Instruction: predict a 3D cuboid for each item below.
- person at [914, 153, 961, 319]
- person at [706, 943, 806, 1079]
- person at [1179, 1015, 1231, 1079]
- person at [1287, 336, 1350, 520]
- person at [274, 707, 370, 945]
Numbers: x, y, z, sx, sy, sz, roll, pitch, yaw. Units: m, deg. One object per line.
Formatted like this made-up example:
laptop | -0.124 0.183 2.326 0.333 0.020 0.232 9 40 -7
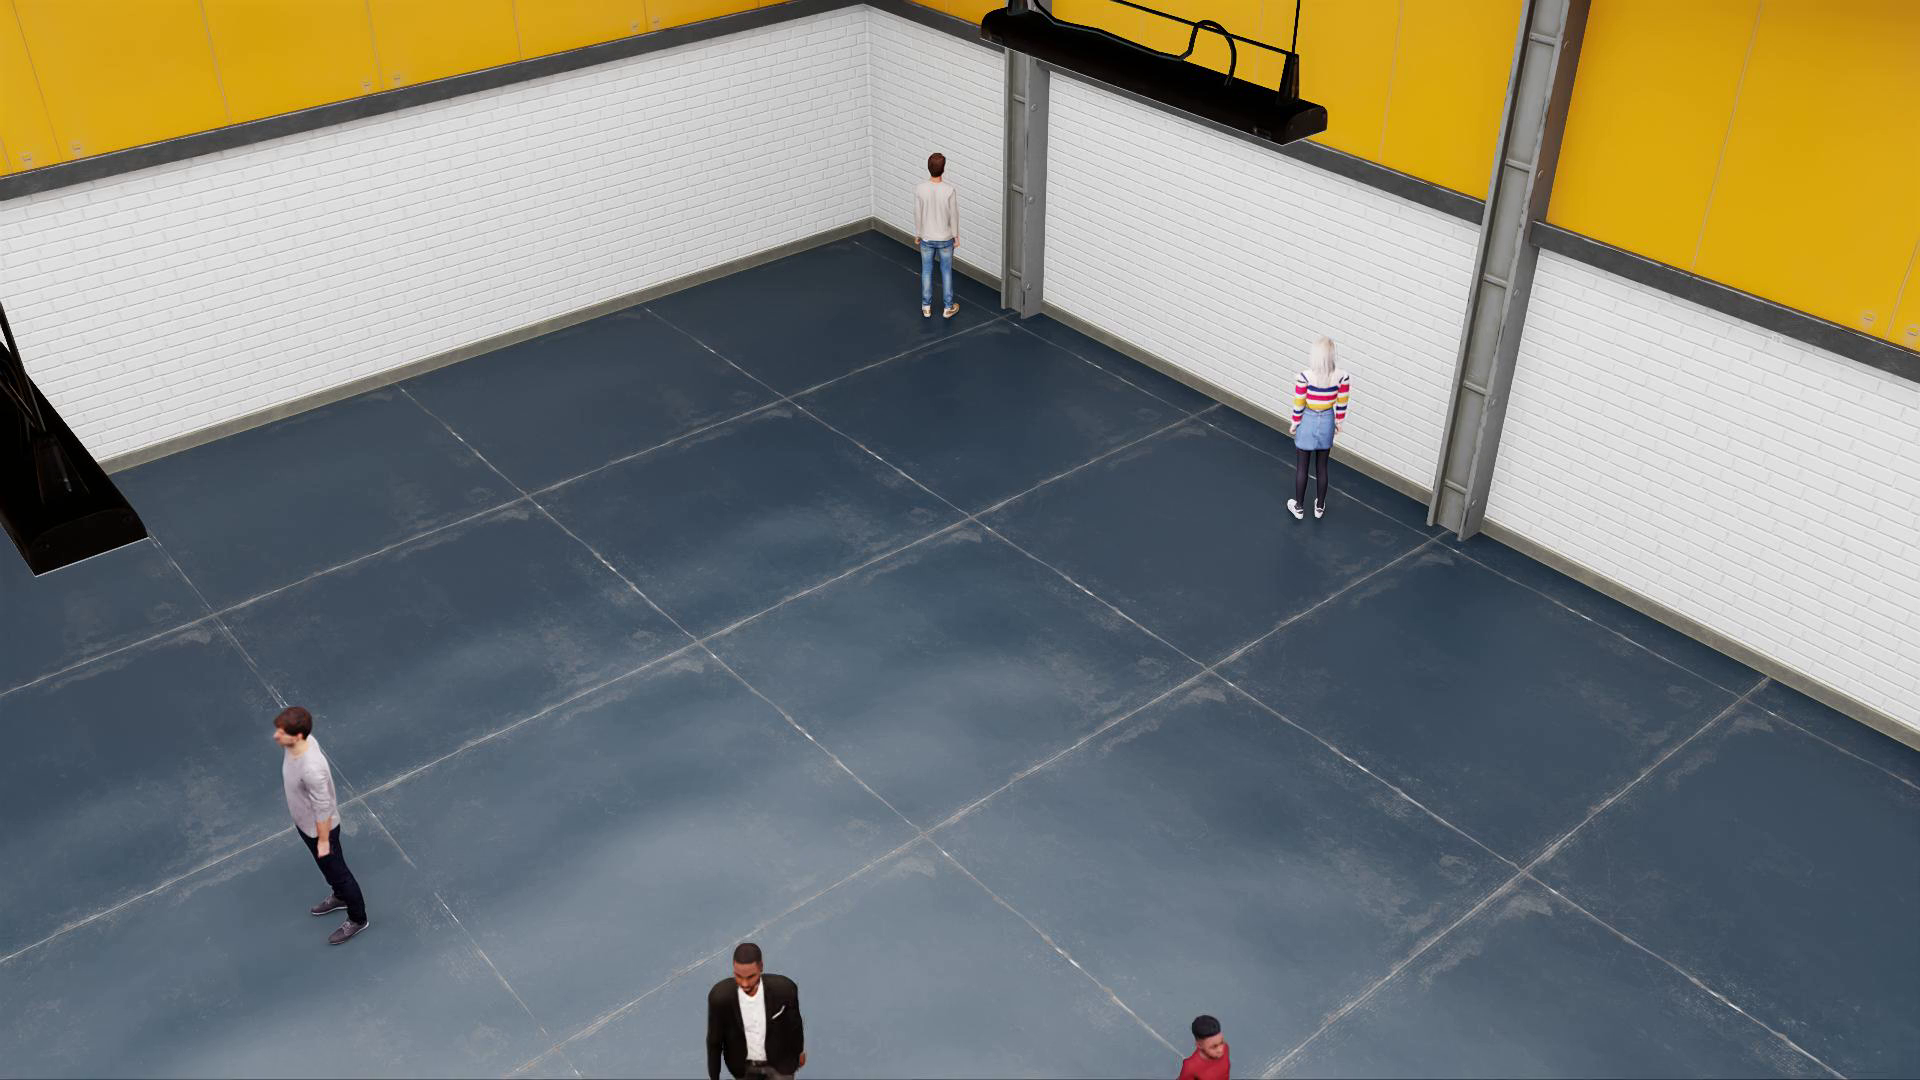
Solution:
person | -0.258 -3.397 18.591 0.737 1.904 0.819 6 34 9
person | -1.125 2.843 9.338 1.101 1.755 1.226 -2 34 -2
person | 1.312 3.114 9.386 0.508 1.250 0.476 -25 41 -33
person | 3.235 -1.023 15.106 0.711 1.807 0.735 -1 34 -2
person | -4.170 1.817 10.804 0.727 1.841 0.485 -22 40 -30
